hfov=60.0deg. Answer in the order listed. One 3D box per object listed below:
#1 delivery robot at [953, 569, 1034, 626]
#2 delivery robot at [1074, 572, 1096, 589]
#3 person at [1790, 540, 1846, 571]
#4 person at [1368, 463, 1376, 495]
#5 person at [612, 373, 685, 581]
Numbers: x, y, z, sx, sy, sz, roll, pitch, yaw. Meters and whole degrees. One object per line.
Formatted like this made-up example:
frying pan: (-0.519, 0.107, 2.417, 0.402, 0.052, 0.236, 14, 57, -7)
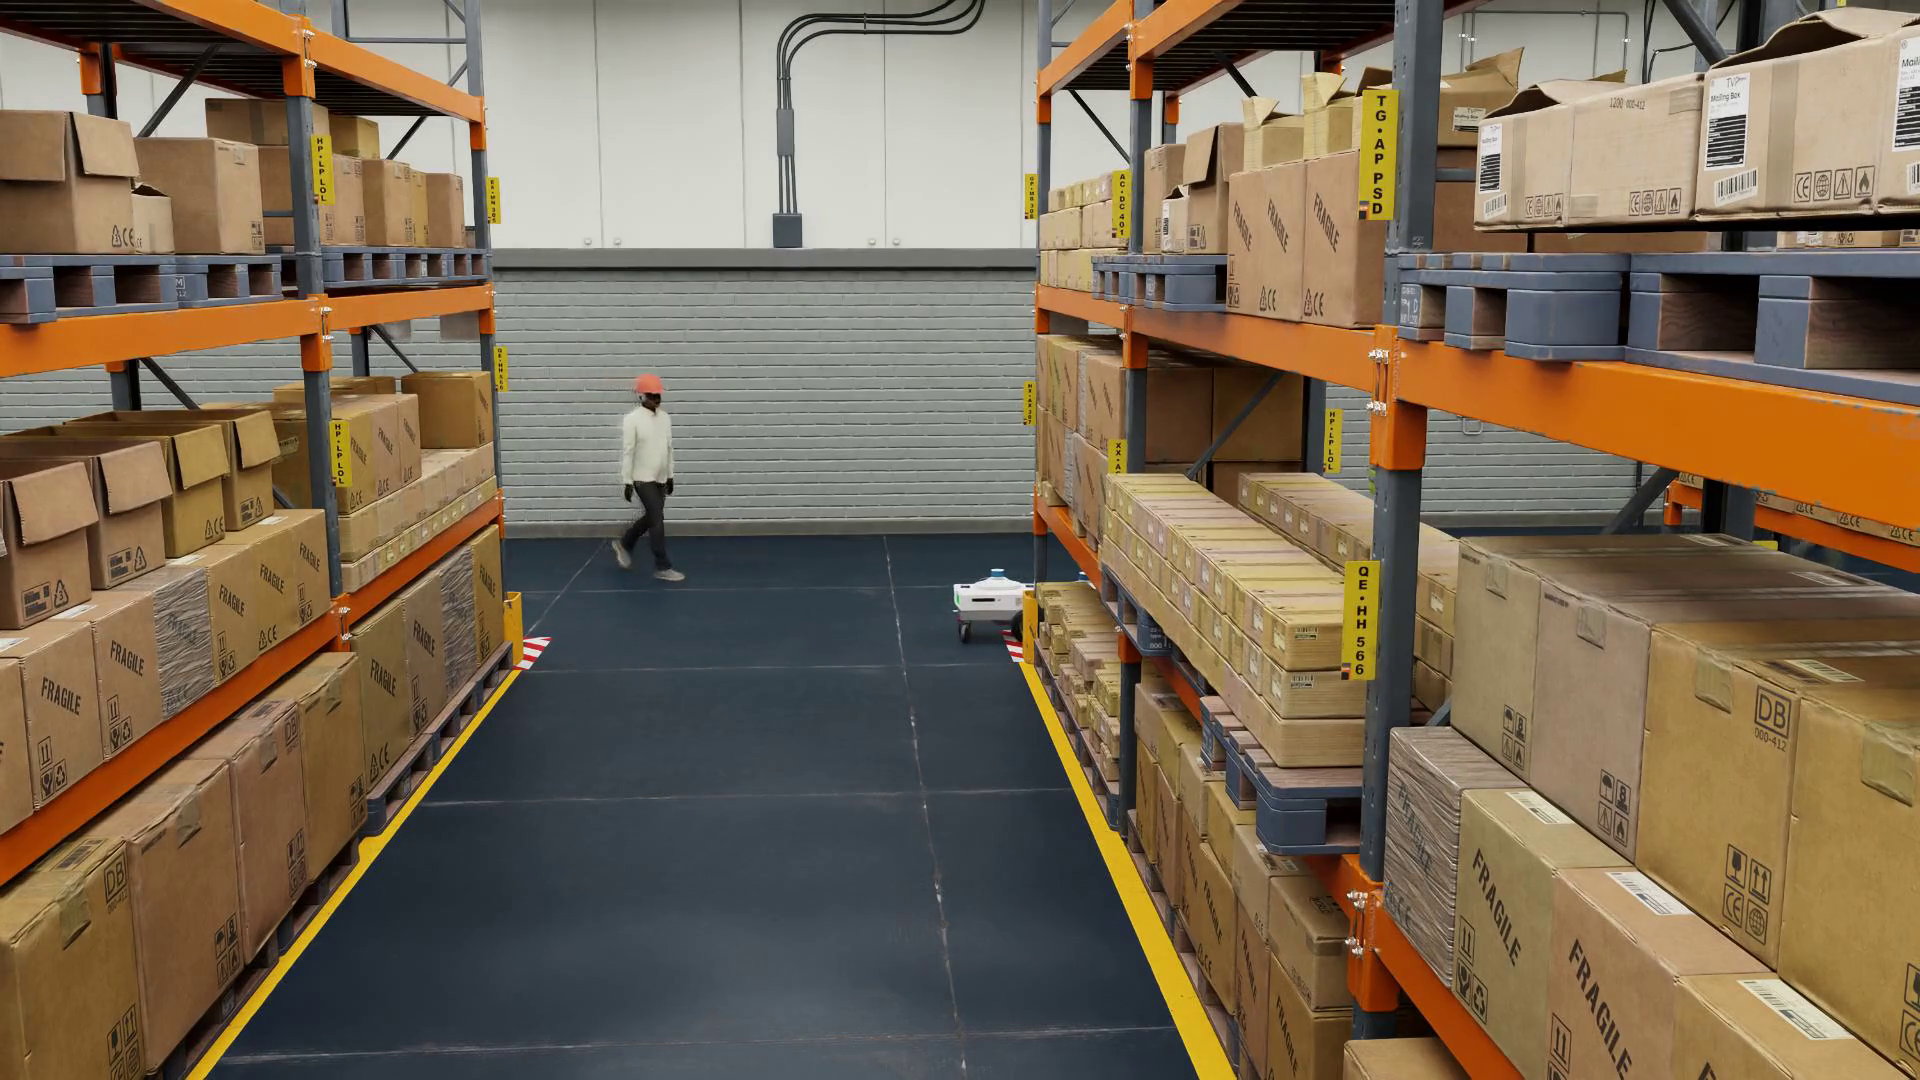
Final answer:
delivery robot: (0.298, 0.473, 13.254, 0.707, 0.478, 0.477, 0, 10, -2)
delivery robot: (0.992, 0.494, 13.127, 0.707, 0.478, 0.477, -5, 11, -28)
person: (7.766, -0.436, 14.911, 0.651, 1.907, 0.595, 2, 10, 11)
person: (3.911, -0.425, 15.032, 0.429, 1.844, 0.622, 3, 10, 20)
person: (-3.009, -0.615, 15.815, 0.909, 1.964, 0.624, 6, 11, 30)
